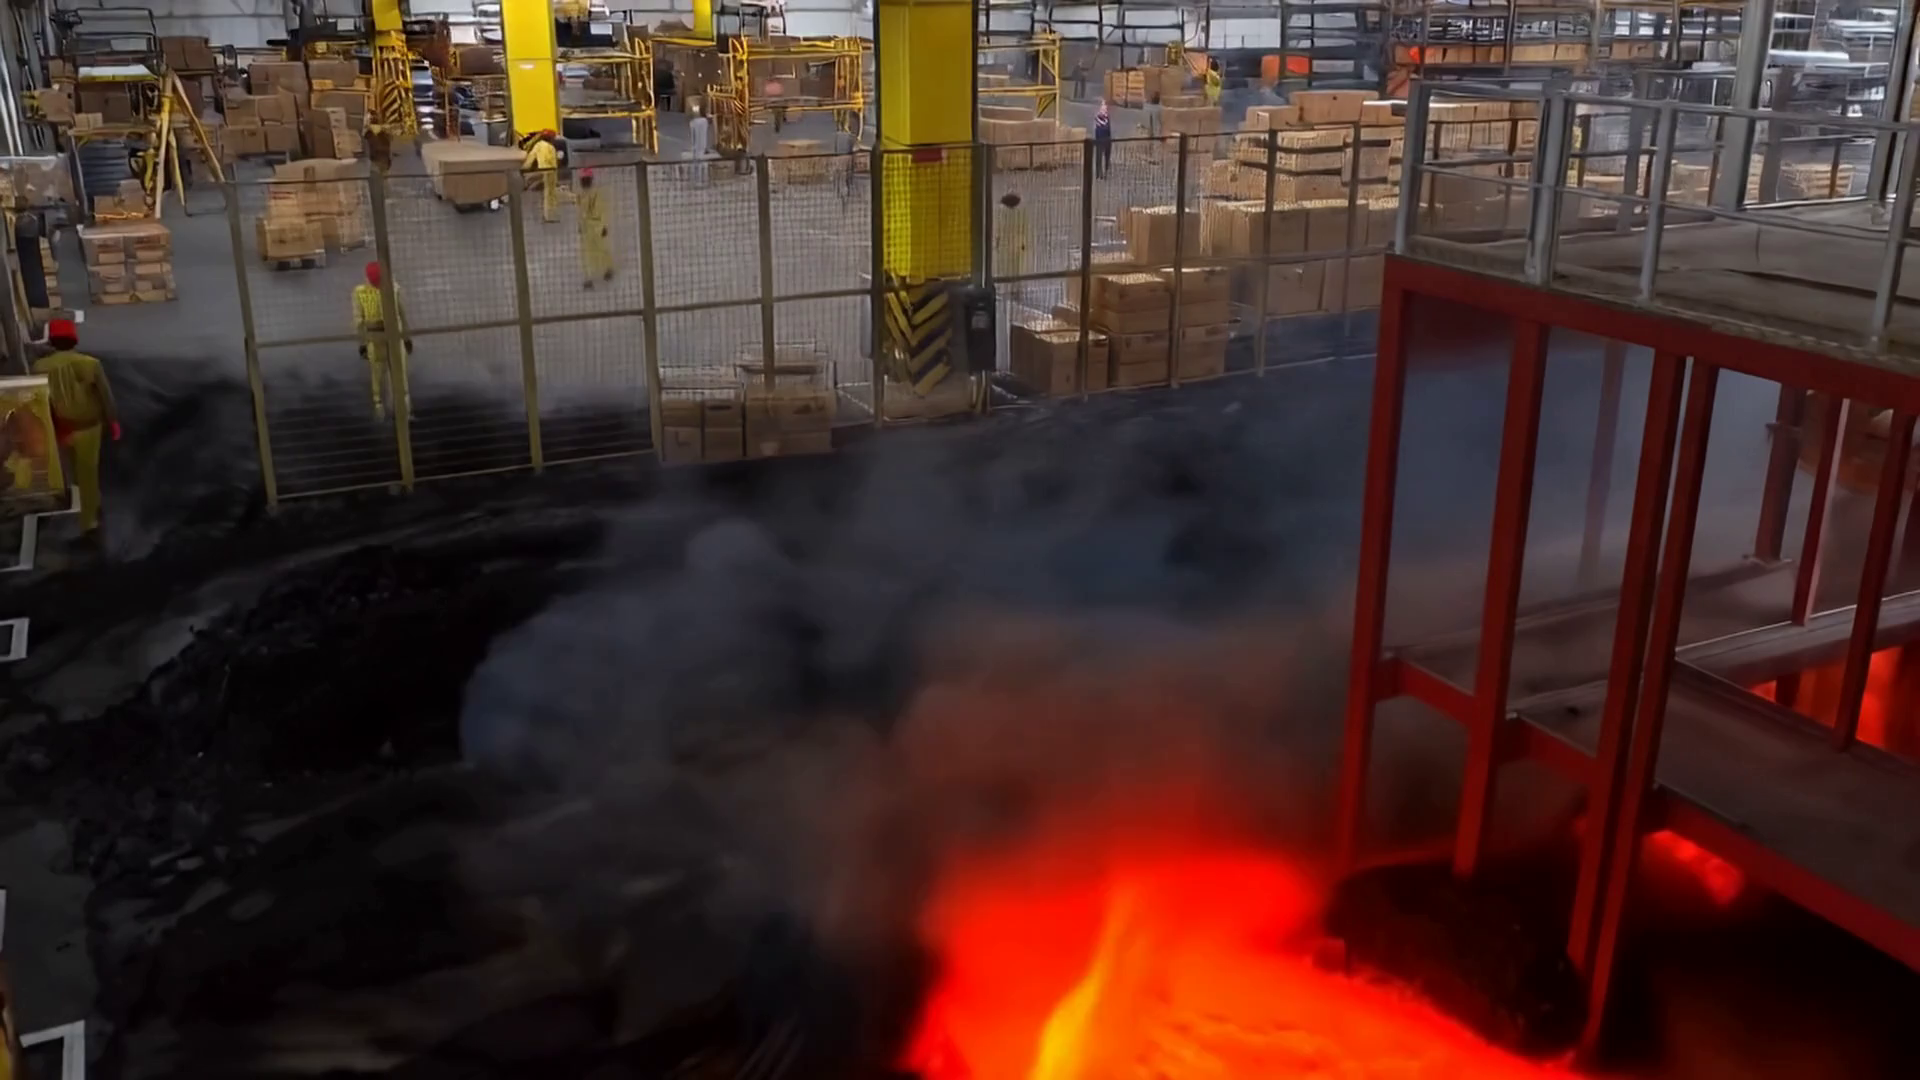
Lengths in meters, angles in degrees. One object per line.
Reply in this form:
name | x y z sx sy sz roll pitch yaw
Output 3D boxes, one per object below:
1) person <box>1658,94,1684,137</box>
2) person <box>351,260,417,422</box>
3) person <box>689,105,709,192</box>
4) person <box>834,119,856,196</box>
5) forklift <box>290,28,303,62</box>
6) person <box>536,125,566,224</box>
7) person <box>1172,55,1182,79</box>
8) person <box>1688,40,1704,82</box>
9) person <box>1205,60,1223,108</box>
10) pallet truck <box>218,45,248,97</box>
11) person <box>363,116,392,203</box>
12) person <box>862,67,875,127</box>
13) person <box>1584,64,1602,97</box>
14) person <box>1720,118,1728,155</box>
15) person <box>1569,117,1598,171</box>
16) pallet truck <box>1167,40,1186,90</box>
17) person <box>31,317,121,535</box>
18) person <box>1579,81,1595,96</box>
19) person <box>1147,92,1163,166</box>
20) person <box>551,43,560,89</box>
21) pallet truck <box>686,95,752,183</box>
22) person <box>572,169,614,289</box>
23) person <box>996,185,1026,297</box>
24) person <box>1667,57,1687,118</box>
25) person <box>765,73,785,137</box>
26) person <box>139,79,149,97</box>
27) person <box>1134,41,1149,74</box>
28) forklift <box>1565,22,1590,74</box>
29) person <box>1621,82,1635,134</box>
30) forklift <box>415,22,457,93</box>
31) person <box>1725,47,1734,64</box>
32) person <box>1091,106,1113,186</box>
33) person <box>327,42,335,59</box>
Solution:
person | 18.390 -10.619 43.072 0.520 1.819 0.973 -3 19 -8
person | -6.489 -2.248 18.778 0.637 1.832 0.429 -13 23 -34
person | -5.977 -8.941 38.010 0.377 1.940 0.628 8 21 22
person | -2.589 -8.616 37.452 0.541 1.691 0.322 8 21 23
forklift | -23.854 -17.089 60.209 1.873 2.768 1.129 -9 21 -25
person | -8.217 -7.310 33.295 0.588 1.930 0.359 18 26 42
person | 8.556 -18.307 65.617 0.515 1.636 0.315 -16 24 -38
person | 32.030 -20.839 72.407 0.944 1.989 0.768 16 25 39
person | 8.684 -15.450 56.930 0.587 1.906 0.442 0 19 0
pallet truck | -28.879 -18.665 66.111 0.823 1.965 1.885 -3 19 -9
person | -12.591 -8.175 35.869 0.565 1.880 0.997 0 19 -1
person | -2.911 -14.252 53.510 0.567 1.878 0.350 16 24 38
person | 19.832 -13.871 52.147 0.535 2.000 0.688 2 19 5
person | 16.182 -7.958 35.159 0.352 1.940 0.545 10 21 26
person | 13.474 -8.242 36.116 0.598 1.864 0.957 14 23 35
pallet truck | 9.045 -19.971 69.895 0.823 1.965 1.885 -3 19 -8
person | -8.043 -1.073 15.210 0.655 1.937 1.028 -4 19 -11
person | 18.012 -12.345 47.902 0.536 1.927 0.554 -10 22 -27
person | 5.037 -10.617 43.021 0.570 1.885 0.461 -18 26 -41
person | -17.133 -20.001 70.171 0.569 1.888 0.944 -5 20 -14
pallet truck | -5.836 -9.608 39.856 0.823 1.965 1.885 10 22 27
person | -5.899 -5.050 26.782 0.592 1.913 0.947 3 19 8
person | 0.783 -4.635 25.842 0.487 1.728 0.456 5 20 13
person | 24.437 -15.430 56.734 0.613 1.995 0.391 6 20 18
person | -5.558 -13.193 50.428 0.597 1.878 0.980 8 21 23
person | -25.127 -13.425 51.478 0.520 1.633 0.312 9 21 24
person | 7.945 -20.911 72.890 0.641 1.820 0.607 3 19 9
forklift | 24.356 -19.160 66.212 1.873 2.768 1.129 -9 21 -25
person | 19.607 -12.525 48.728 0.538 1.718 0.903 5 20 13
forklift | -21.387 -19.546 67.330 1.129 2.768 1.873 13 23 33
person | 33.353 -20.582 72.251 0.727 1.590 0.625 -4 19 -12
person | 3.333 -9.252 39.079 0.523 1.832 0.421 0 19 0
person | -28.210 -21.437 74.263 0.645 1.920 0.649 -1 19 -2
